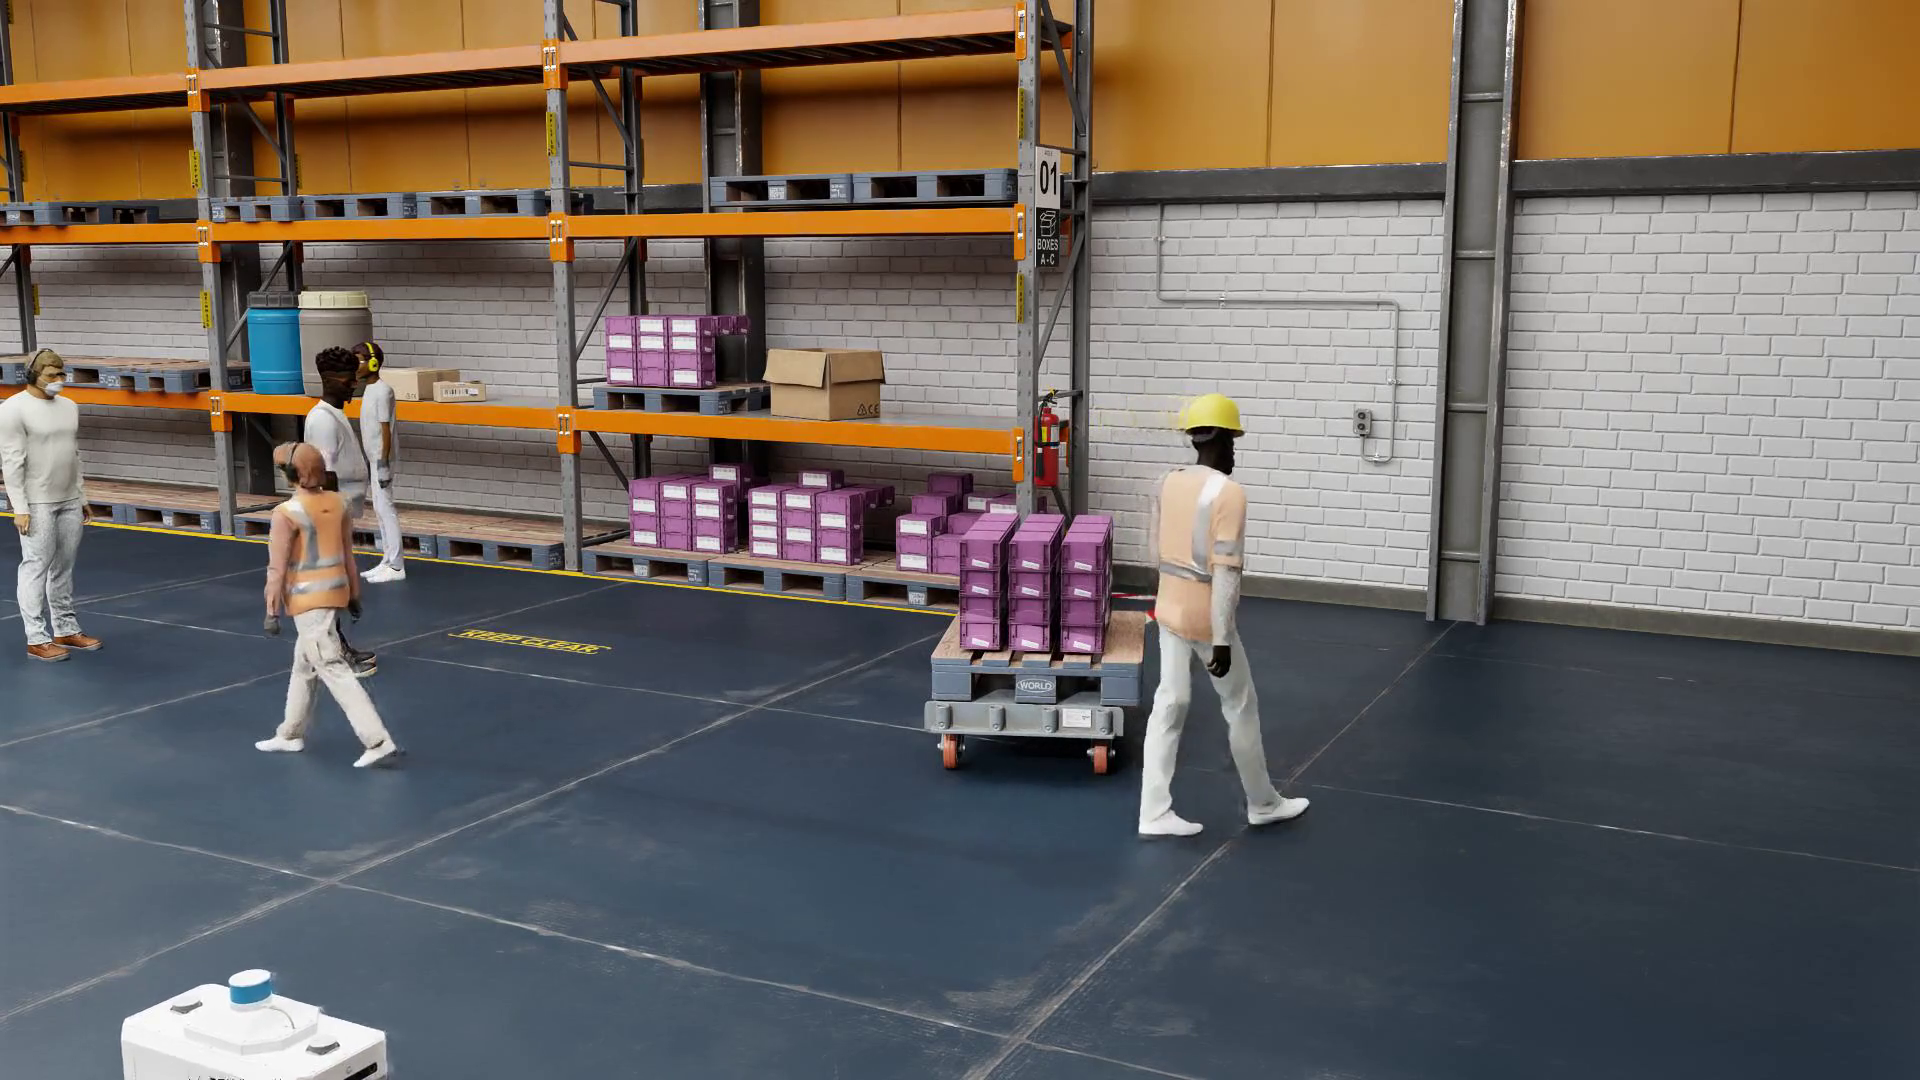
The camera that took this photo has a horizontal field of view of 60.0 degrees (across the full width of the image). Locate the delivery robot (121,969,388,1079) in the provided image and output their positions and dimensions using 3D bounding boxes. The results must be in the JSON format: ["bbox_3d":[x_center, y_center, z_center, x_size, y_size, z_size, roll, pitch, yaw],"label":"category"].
[{"bbox_3d":[-1.862,1.383,4.400,0.707,0.478,0.477,5,10,27],"label":"delivery robot"}]

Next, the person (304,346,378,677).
[{"bbox_3d":[-3.719,-0.170,9.938,0.372,1.962,0.603,-3,10,-16],"label":"person"}]

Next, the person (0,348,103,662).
[{"bbox_3d":[-5.670,-0.225,10.366,0.373,1.935,0.627,2,9,10],"label":"person"}]

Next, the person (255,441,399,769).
[{"bbox_3d":[-3.108,0.314,8.087,0.863,1.598,0.535,2,9,13],"label":"person"}]

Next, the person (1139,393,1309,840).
[{"bbox_3d":[1.110,0.327,7.103,0.906,1.880,0.613,-5,10,-26],"label":"person"}]

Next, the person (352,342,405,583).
[{"bbox_3d":[-4.525,-0.601,12.929,0.327,1.858,0.515,-5,11,-30],"label":"person"}]
